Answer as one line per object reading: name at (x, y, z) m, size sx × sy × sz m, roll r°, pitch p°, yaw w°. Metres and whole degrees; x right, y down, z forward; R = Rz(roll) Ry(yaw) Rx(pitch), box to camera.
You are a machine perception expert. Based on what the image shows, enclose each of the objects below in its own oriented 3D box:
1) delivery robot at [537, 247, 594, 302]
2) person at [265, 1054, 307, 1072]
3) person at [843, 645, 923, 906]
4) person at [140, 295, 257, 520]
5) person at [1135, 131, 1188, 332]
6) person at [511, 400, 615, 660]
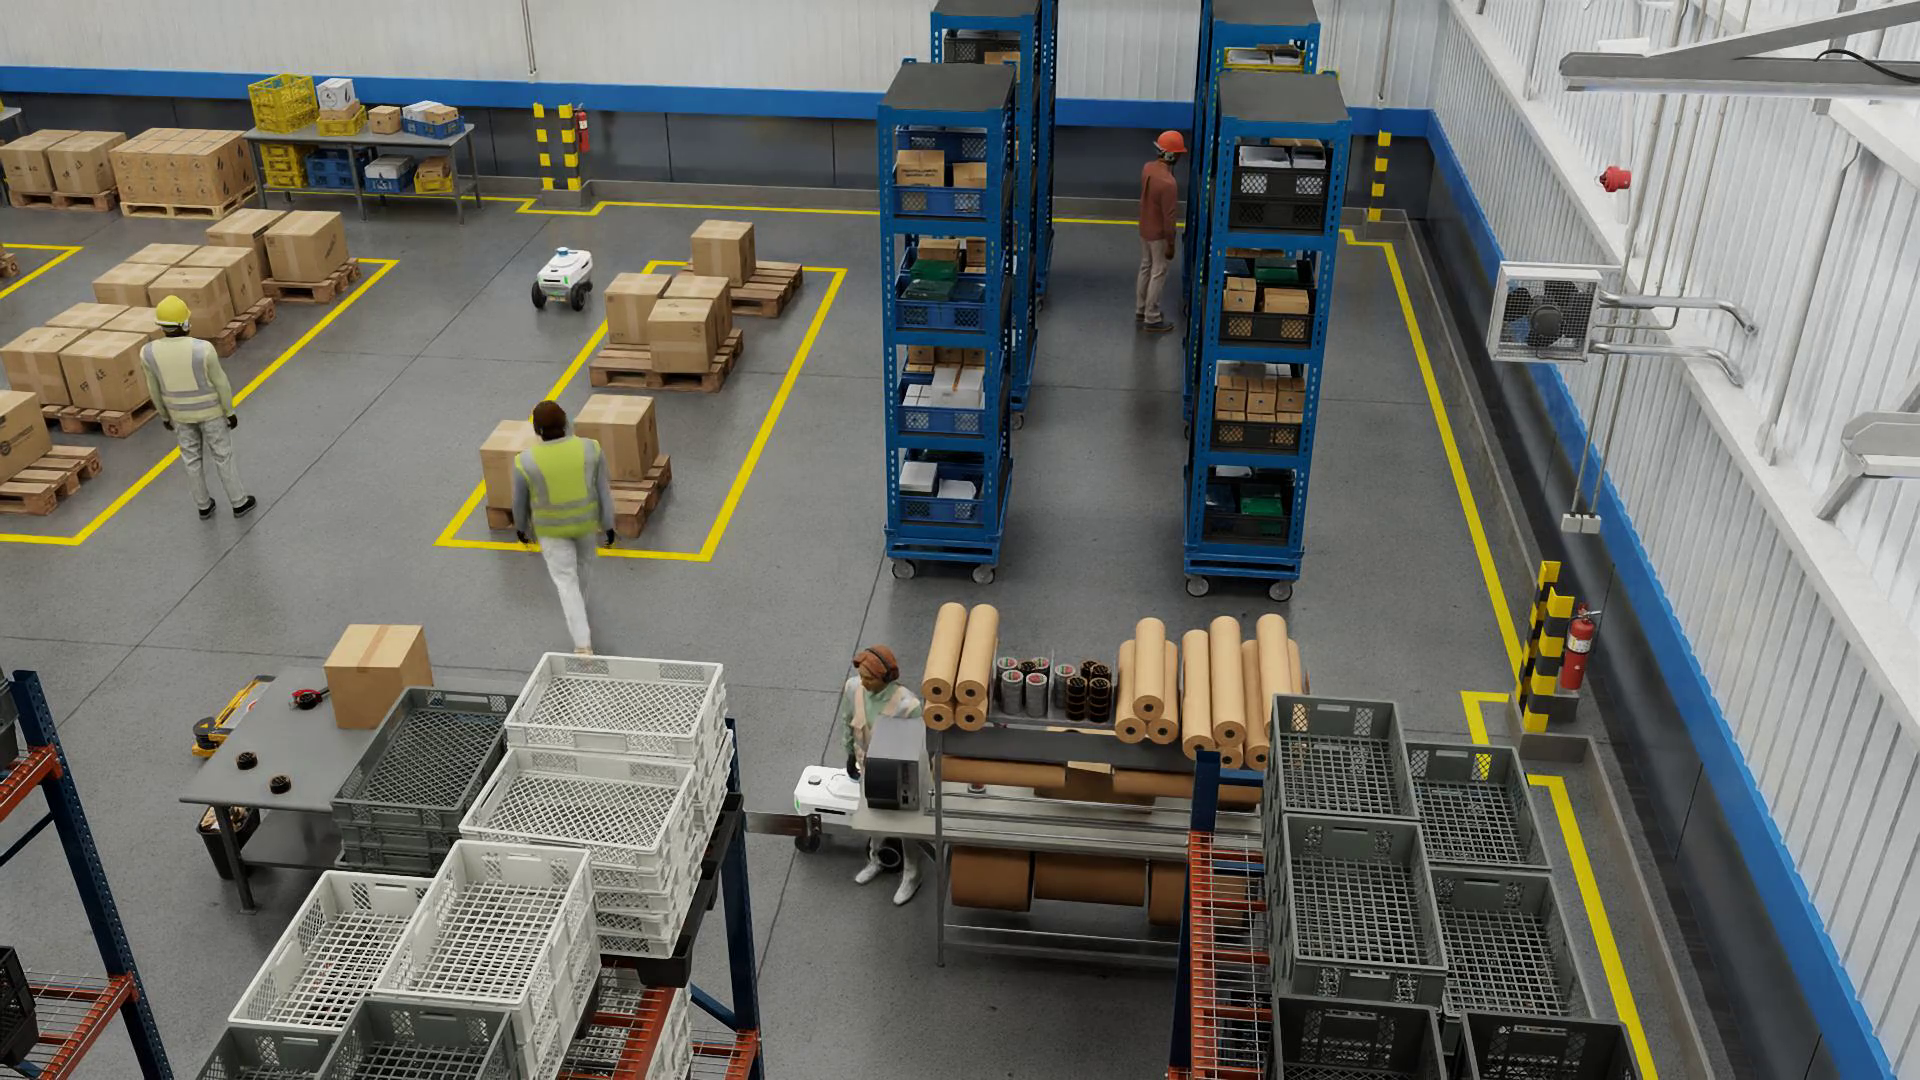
delivery robot at (-4.030, -2.749, 16.997) m, size 0.477 × 0.478 × 0.707 m, roll 6°, pitch 31°, yaw 10°
person at (-2.481, 2.749, 6.337) m, size 0.666 × 1.903 × 0.634 m, roll -8°, pitch 31°, yaw -14°
person at (-0.409, 1.261, 9.138) m, size 0.523 × 1.631 × 0.314 m, roll 19°, pitch 35°, yaw 29°
person at (-5.888, -1.012, 12.840) m, size 0.586 × 1.835 × 0.403 m, roll -2°, pitch 30°, yaw -3°
person at (1.939, -2.981, 16.086) m, size 0.411 × 1.980 × 0.626 m, roll -10°, pitch 32°, yaw -17°
person at (-2.714, -0.126, 11.374) m, size 0.640 × 1.784 × 0.988 m, roll -14°, pitch 33°, yaw -23°
